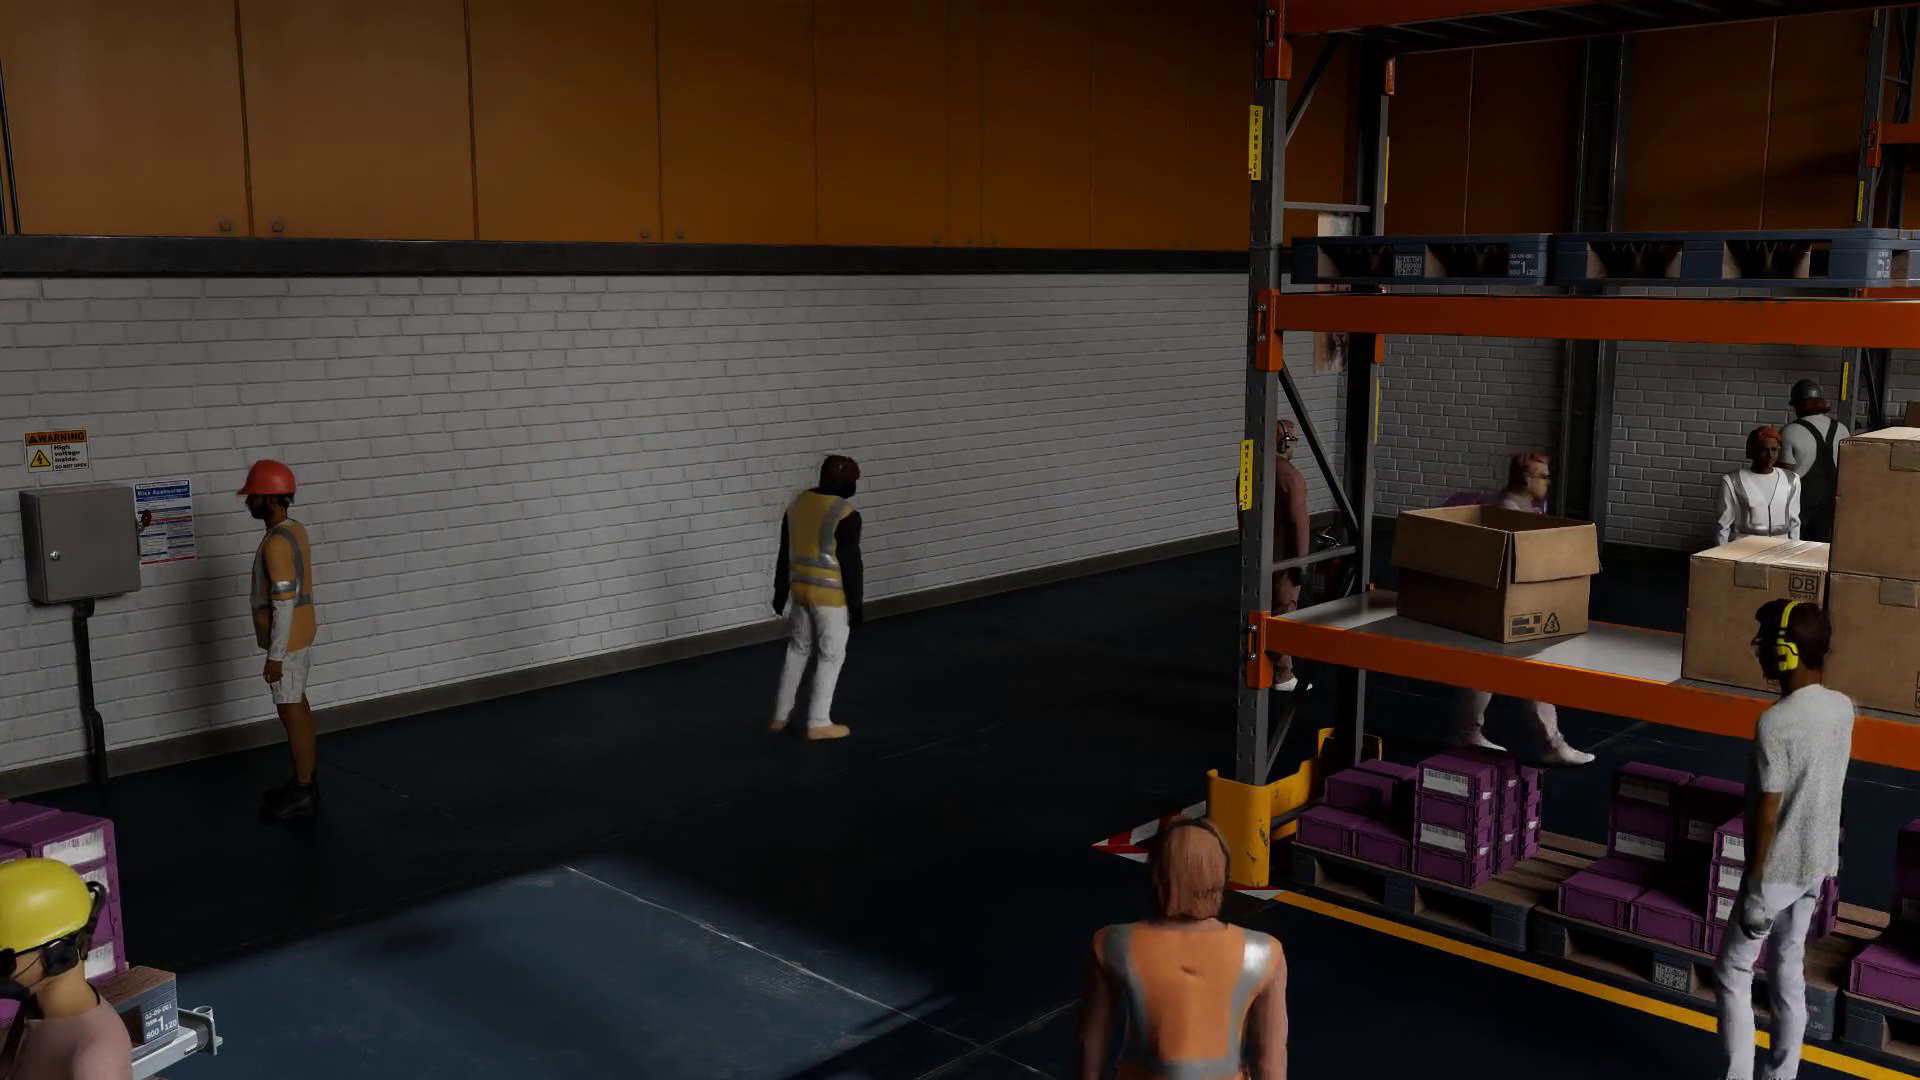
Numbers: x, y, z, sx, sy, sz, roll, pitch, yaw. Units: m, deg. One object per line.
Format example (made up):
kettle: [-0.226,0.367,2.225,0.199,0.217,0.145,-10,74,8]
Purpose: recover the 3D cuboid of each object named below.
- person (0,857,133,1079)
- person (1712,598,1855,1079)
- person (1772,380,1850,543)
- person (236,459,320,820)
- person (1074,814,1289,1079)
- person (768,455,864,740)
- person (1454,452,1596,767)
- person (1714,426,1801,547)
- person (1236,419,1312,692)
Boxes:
person: [-1.878,1.509,3.513,0.317,1.765,0.522,-9,13,-43]
person: [2.755,1.116,5.641,0.536,1.862,0.395,-5,11,-30]
person: [7.103,-0.354,14.084,0.675,2.000,0.536,-2,10,-14]
person: [-3.659,0.530,8.967,0.349,1.942,0.545,-2,10,-15]
person: [0.549,1.479,4.205,0.532,1.592,0.858,1,9,5]
person: [-0.882,0.362,10.441,0.723,1.805,0.470,9,13,43]
person: [3.420,0.415,9.918,0.920,1.867,0.651,3,10,18]
person: [5.512,0.149,11.523,0.578,1.878,0.346,0,9,-1]
person: [2.221,0.108,11.660,0.408,1.909,0.642,-6,11,-32]
